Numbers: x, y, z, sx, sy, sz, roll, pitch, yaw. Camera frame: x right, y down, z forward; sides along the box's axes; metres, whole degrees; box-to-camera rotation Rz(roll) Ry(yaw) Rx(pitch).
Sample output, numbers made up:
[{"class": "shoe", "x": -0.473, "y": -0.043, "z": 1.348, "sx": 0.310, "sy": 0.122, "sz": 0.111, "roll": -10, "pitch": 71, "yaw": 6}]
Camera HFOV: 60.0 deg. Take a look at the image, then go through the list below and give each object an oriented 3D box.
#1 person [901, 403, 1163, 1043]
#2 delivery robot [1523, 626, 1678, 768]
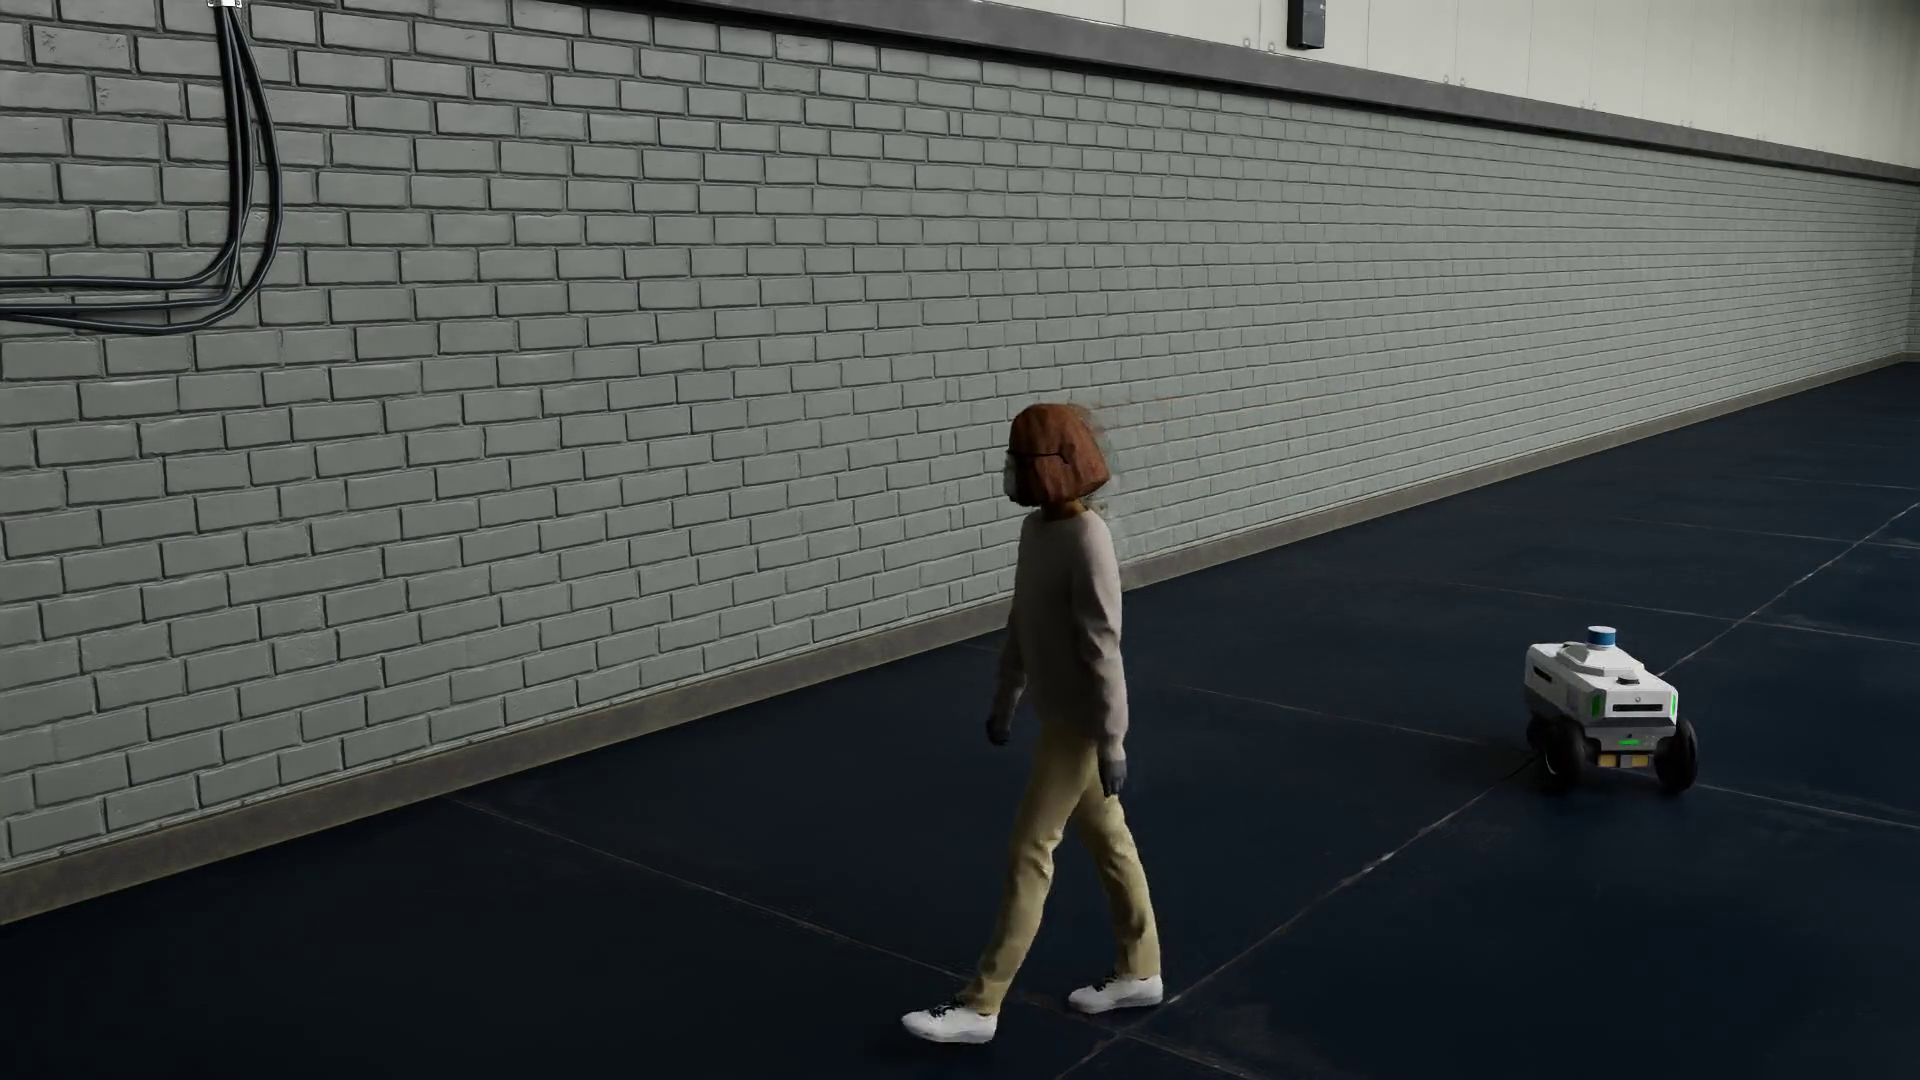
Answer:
[{"class": "person", "x": 0.185, "y": 0.463, "z": 4.171, "sx": 0.801, "sy": 1.594, "sz": 0.521, "roll": -2, "pitch": 10, "yaw": -11}, {"class": "delivery robot", "x": 2.425, "y": 0.571, "z": 6.327, "sx": 0.477, "sy": 0.478, "sz": 0.707, "roll": 0, "pitch": 10, "yaw": -2}]
